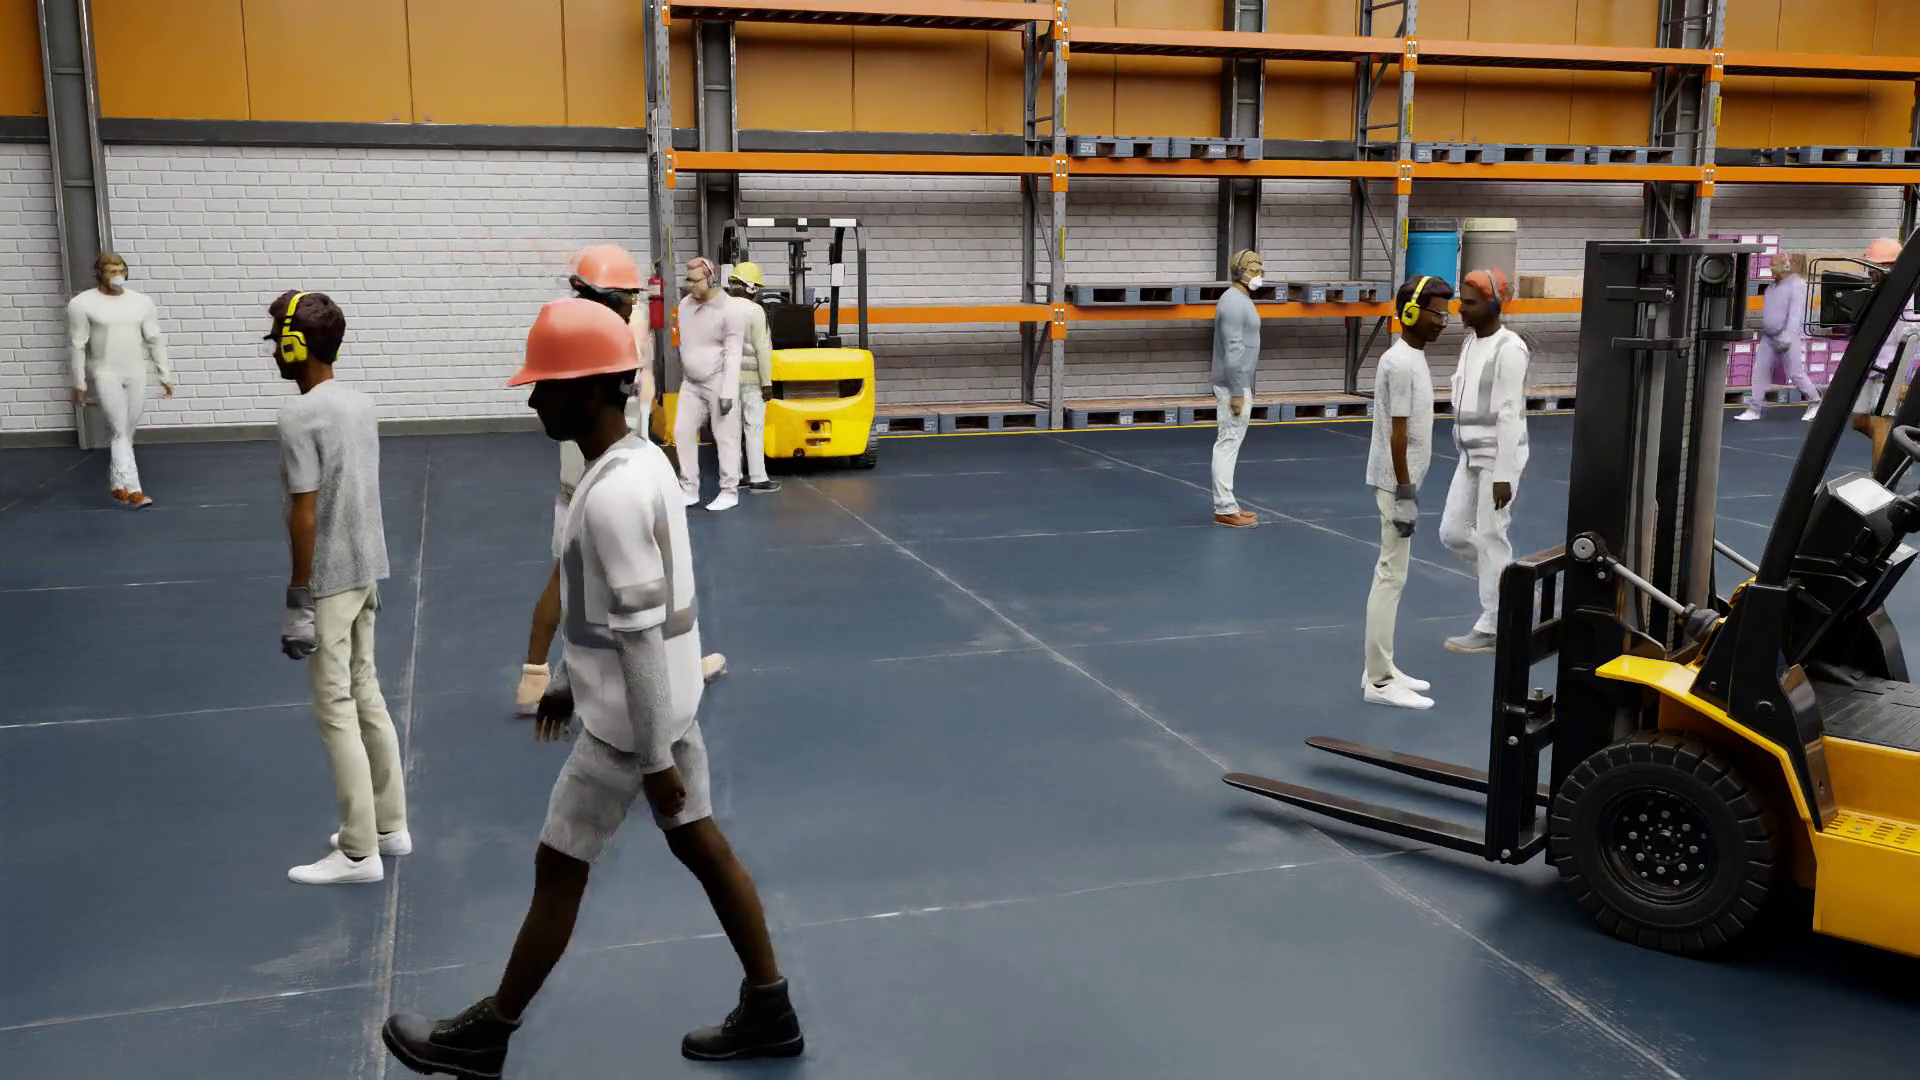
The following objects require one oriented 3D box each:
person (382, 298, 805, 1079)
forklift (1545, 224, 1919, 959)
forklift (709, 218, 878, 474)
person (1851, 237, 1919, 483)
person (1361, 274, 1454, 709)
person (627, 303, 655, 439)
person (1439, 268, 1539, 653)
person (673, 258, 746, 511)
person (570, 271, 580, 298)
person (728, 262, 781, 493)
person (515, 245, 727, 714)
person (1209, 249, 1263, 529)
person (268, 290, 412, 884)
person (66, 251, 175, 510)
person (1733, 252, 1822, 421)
[{"bbox_3d":[-0.853,0.382,3.920,1.013,1.874,0.556,0,10,-2],"label":"person"},{"bbox_3d":[2.909,0.117,4.508,2.313,2.155,1.214,9,14,40],"label":"forklift"},{"bbox_3d":[-1.522,-1.778,14.899,1.214,2.155,2.313,-3,11,-17],"label":"forklift"},{"bbox_3d":[7.204,-1.324,12.899,0.672,2.028,0.621,-3,11,-15],"label":"person"},{"bbox_3d":[1.939,-0.214,7.237,0.334,1.865,0.521,3,11,16],"label":"person"},{"bbox_3d":[-2.318,-0.963,11.259,0.634,1.893,0.617,-7,13,-35],"label":"person"},{"bbox_3d":[2.599,-0.372,8.077,0.473,1.871,0.598,-2,10,-9],"label":"person"},{"bbox_3d":[-1.872,-1.116,12.163,0.676,1.870,0.682,7,12,33],"label":"person"},{"bbox_3d":[-2.616,-1.056,11.965,0.593,1.826,0.403,4,11,19],"label":"person"},{"bbox_3d":[-1.692,-1.285,13.212,0.588,1.824,0.403,9,14,40],"label":"person"},{"bbox_3d":[-1.520,-0.261,7.157,1.042,1.989,0.628,-10,14,-44],"label":"person"},{"bbox_3d":[1.939,-1.056,11.650,0.378,1.937,0.628,2,11,13],"label":"person"},{"bbox_3d":[-1.972,0.155,5.232,0.326,1.863,0.522,1,10,6],"label":"person"},{"bbox_3d":[-6.191,-1.176,12.383,0.904,1.902,0.653,8,13,36],"label":"person"},{"bbox_3d":[9.090,-2.226,18.266,0.921,1.869,0.640,-2,11,-12],"label":"person"}]
